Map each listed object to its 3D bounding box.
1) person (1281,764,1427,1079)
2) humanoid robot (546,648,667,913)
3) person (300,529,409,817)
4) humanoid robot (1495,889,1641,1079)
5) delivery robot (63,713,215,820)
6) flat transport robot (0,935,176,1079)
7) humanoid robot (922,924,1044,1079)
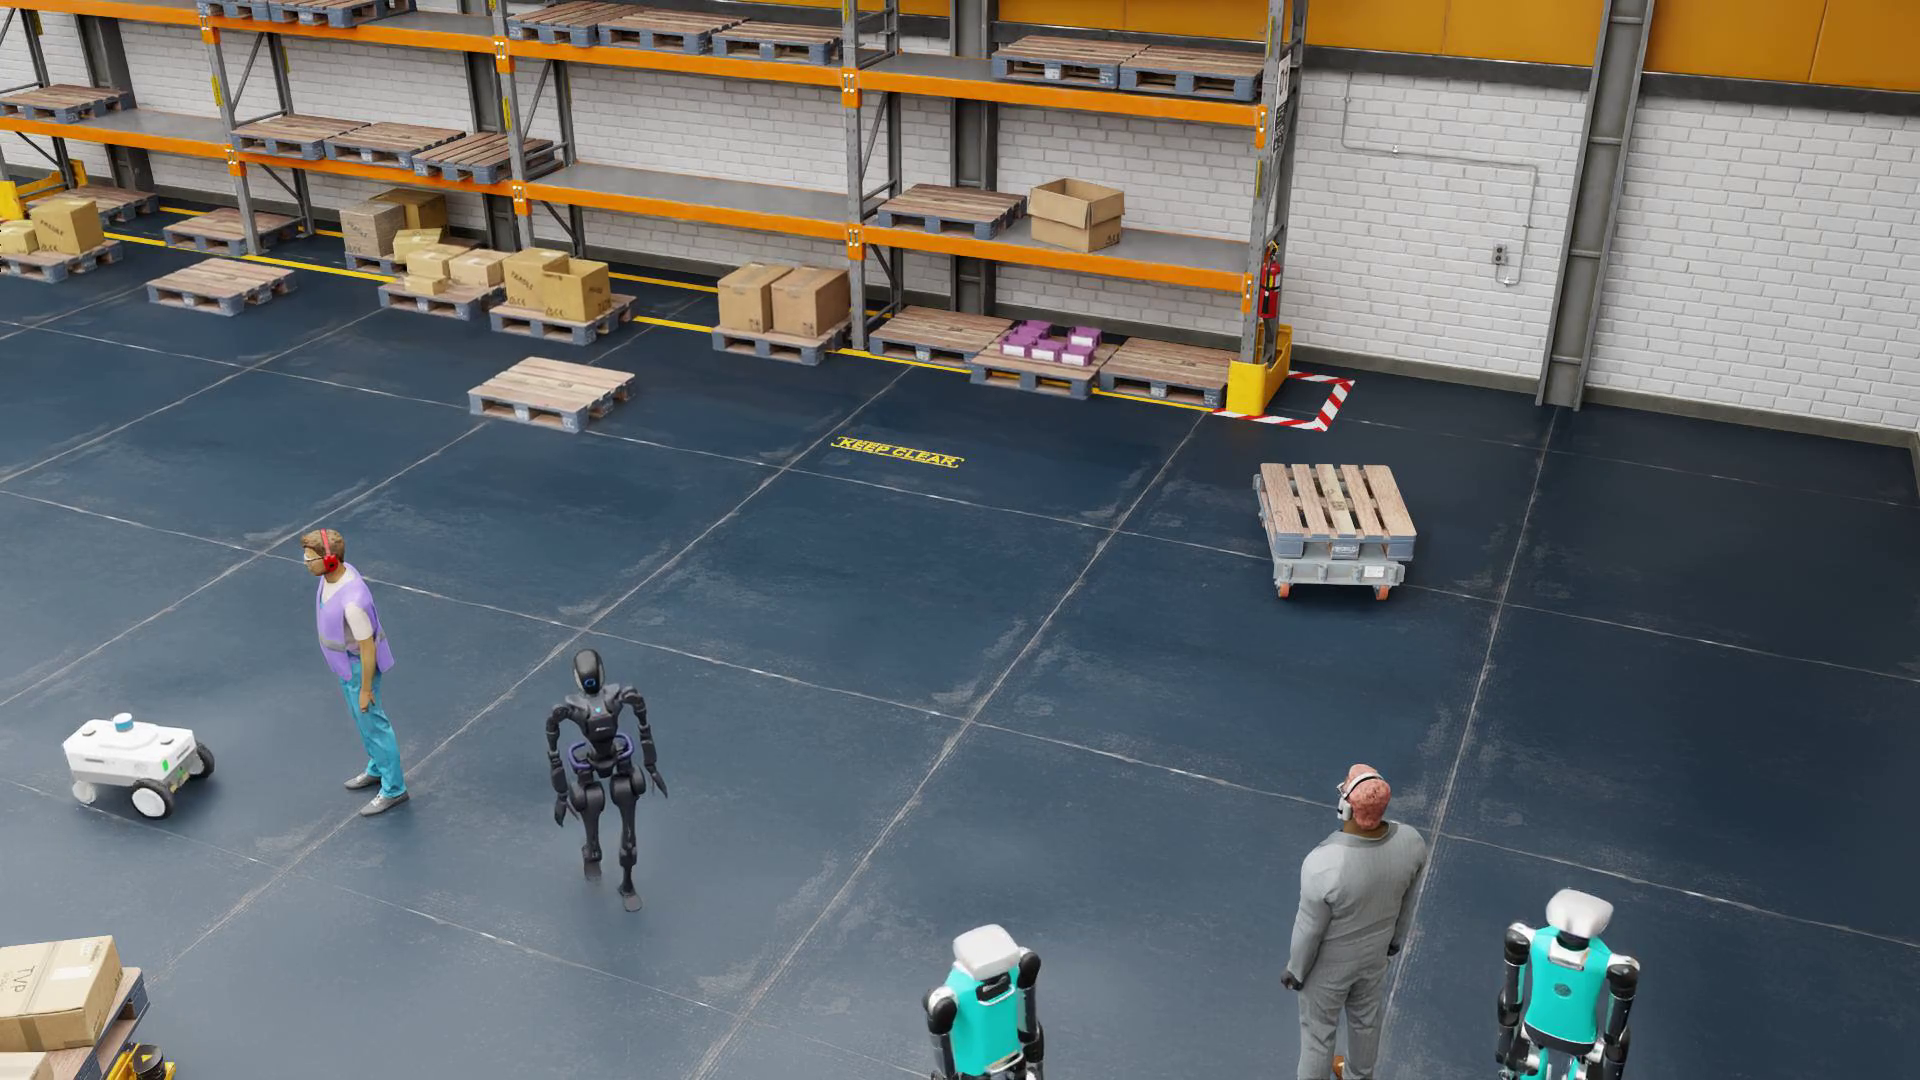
[{"bbox_3d":[1.742,1.844,7.572,0.650,1.906,0.413,-13,30,-23],"label":"person"},{"bbox_3d":[-1.912,1.257,8.967,0.610,1.645,0.409,-12,30,-22],"label":"humanoid robot"},{"bbox_3d":[-3.523,0.754,9.749,0.374,1.843,0.566,-16,31,-28],"label":"person"},{"bbox_3d":[2.634,2.148,7.213,0.558,1.793,0.845,16,31,28],"label":"humanoid robot"},{"bbox_3d":[-4.970,1.335,10.051,0.807,0.613,0.499,5,28,9],"label":"delivery robot"},{"bbox_3d":[-4.524,2.664,7.767,1.431,0.231,0.659,0,27,0],"label":"flat transport robot"},{"bbox_3d":[0.259,2.429,6.651,0.530,1.797,0.796,-20,33,-33],"label":"humanoid robot"}]
